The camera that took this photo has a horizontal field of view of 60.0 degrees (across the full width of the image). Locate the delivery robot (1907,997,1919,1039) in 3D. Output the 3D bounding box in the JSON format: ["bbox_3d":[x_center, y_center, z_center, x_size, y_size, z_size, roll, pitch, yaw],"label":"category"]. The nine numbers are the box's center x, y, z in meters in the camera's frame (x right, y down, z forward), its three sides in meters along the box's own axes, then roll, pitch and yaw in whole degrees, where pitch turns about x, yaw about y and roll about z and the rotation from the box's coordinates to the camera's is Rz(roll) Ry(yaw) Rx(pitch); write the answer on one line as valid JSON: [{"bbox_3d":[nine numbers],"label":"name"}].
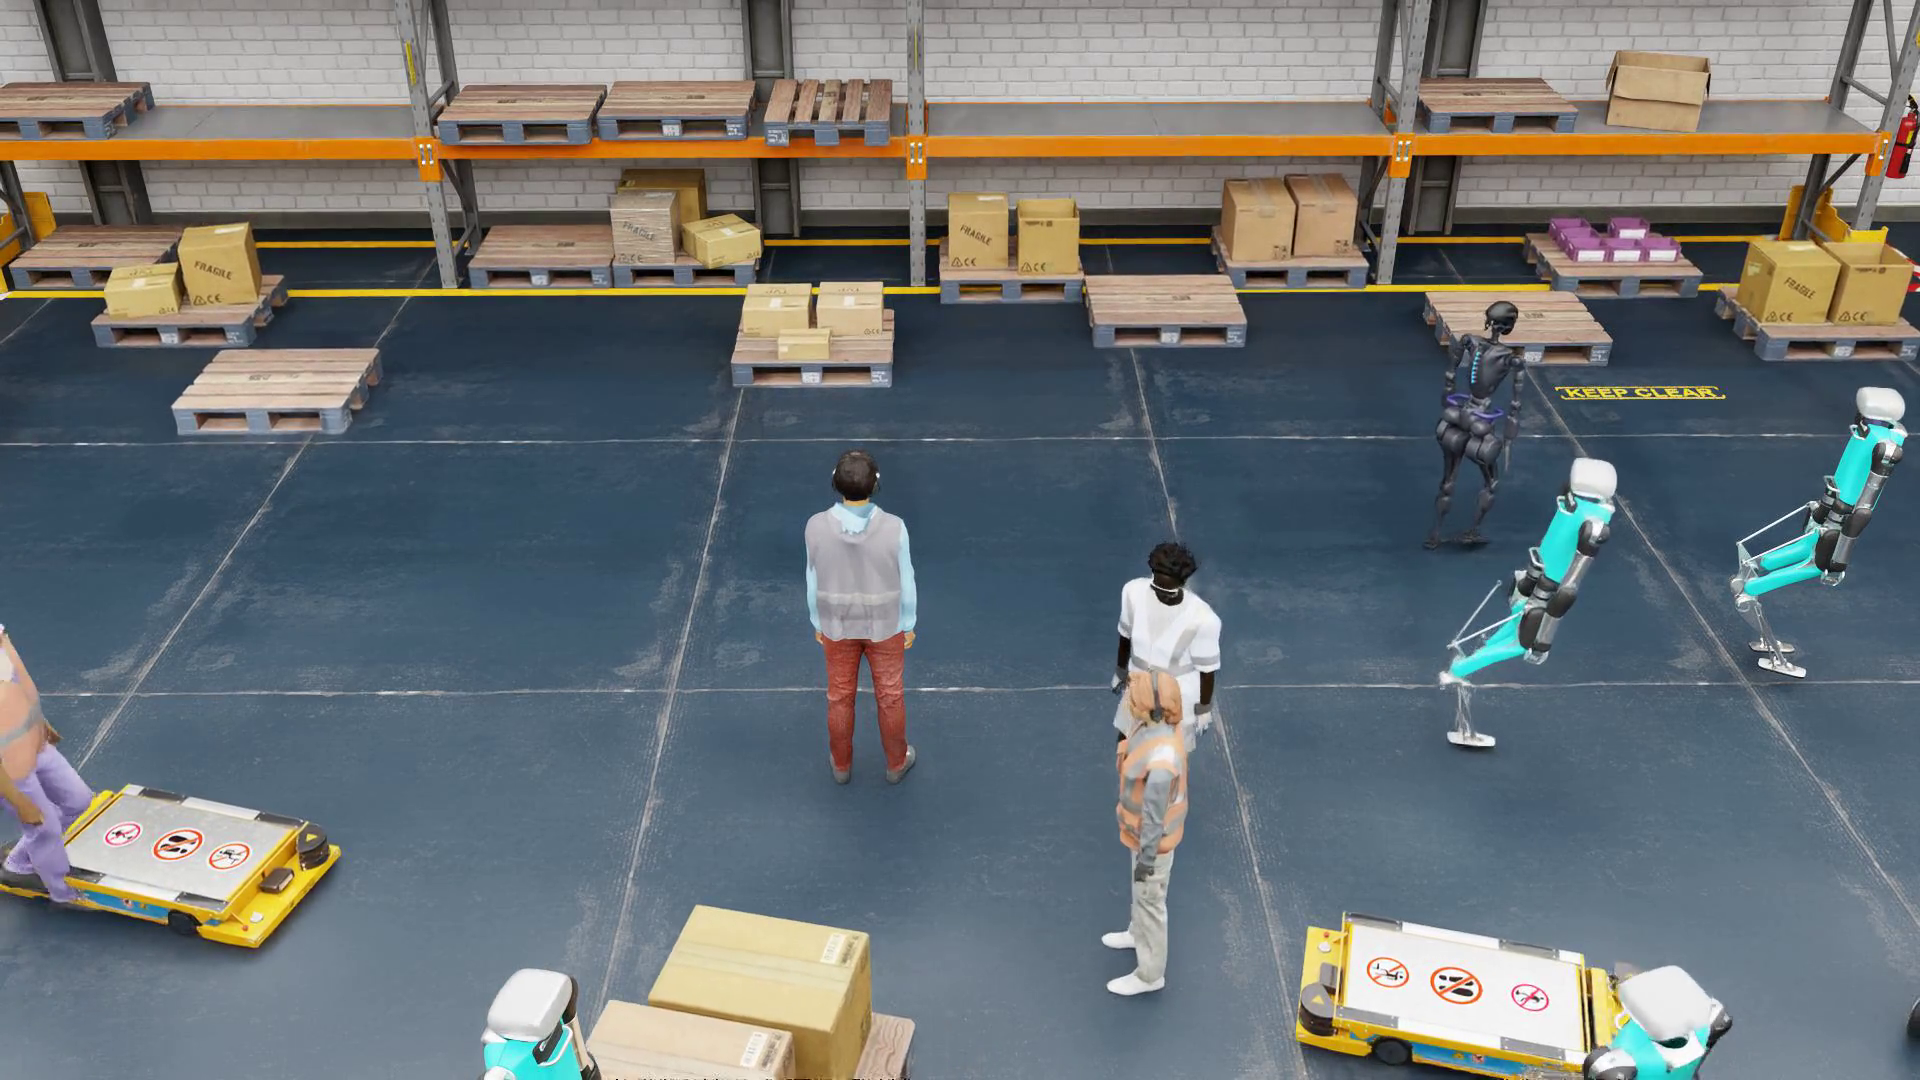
[{"bbox_3d":[4.411,1.905,6.977,0.814,0.611,0.499,-23,38,-33],"label":"delivery robot"}]

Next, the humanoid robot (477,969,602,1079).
[{"bbox_3d":[-1.093,2.086,5.387,0.735,1.672,0.533,7,32,11],"label":"humanoid robot"}]

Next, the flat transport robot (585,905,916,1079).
[{"bbox_3d":[-0.786,2.431,6.364,1.431,0.231,0.659,7,32,11],"label":"flat transport robot"}]

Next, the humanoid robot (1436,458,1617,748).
[{"bbox_3d":[2.728,0.424,8.375,0.792,1.863,0.550,3,31,6],"label":"humanoid robot"}]

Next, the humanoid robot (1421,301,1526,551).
[{"bbox_3d":[3.140,-0.688,10.198,0.426,1.644,0.588,-22,37,-32],"label":"humanoid robot"}]

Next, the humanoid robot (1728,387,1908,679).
[{"bbox_3d":[4.505,-0.056,8.951,0.735,1.674,0.533,7,32,12],"label":"humanoid robot"}]

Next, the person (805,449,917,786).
[{"bbox_3d":[-0.476,0.418,8.151,0.532,1.880,0.410,1,31,2],"label":"person"}]

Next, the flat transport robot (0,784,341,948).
[{"bbox_3d":[-3.758,1.517,7.885,1.431,0.231,0.659,8,32,14],"label":"flat transport robot"}]

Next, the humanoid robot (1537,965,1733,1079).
[{"bbox_3d":[2.086,1.955,5.768,0.561,1.782,0.895,-10,33,-17],"label":"humanoid robot"}]

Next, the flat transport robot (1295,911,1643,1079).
[{"bbox_3d":[2.187,1.989,7.099,1.431,0.231,0.659,8,32,13],"label":"flat transport robot"}]

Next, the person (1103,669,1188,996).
[{"bbox_3d":[0.801,1.220,7.055,0.309,1.631,0.538,2,31,3],"label":"person"}]

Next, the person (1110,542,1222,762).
[{"bbox_3d":[0.993,0.688,7.889,0.558,1.669,0.455,23,38,34],"label":"person"}]

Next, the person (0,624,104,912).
[{"bbox_3d":[-4.151,0.989,7.272,0.465,1.808,0.614,-5,31,-9],"label":"person"}]
